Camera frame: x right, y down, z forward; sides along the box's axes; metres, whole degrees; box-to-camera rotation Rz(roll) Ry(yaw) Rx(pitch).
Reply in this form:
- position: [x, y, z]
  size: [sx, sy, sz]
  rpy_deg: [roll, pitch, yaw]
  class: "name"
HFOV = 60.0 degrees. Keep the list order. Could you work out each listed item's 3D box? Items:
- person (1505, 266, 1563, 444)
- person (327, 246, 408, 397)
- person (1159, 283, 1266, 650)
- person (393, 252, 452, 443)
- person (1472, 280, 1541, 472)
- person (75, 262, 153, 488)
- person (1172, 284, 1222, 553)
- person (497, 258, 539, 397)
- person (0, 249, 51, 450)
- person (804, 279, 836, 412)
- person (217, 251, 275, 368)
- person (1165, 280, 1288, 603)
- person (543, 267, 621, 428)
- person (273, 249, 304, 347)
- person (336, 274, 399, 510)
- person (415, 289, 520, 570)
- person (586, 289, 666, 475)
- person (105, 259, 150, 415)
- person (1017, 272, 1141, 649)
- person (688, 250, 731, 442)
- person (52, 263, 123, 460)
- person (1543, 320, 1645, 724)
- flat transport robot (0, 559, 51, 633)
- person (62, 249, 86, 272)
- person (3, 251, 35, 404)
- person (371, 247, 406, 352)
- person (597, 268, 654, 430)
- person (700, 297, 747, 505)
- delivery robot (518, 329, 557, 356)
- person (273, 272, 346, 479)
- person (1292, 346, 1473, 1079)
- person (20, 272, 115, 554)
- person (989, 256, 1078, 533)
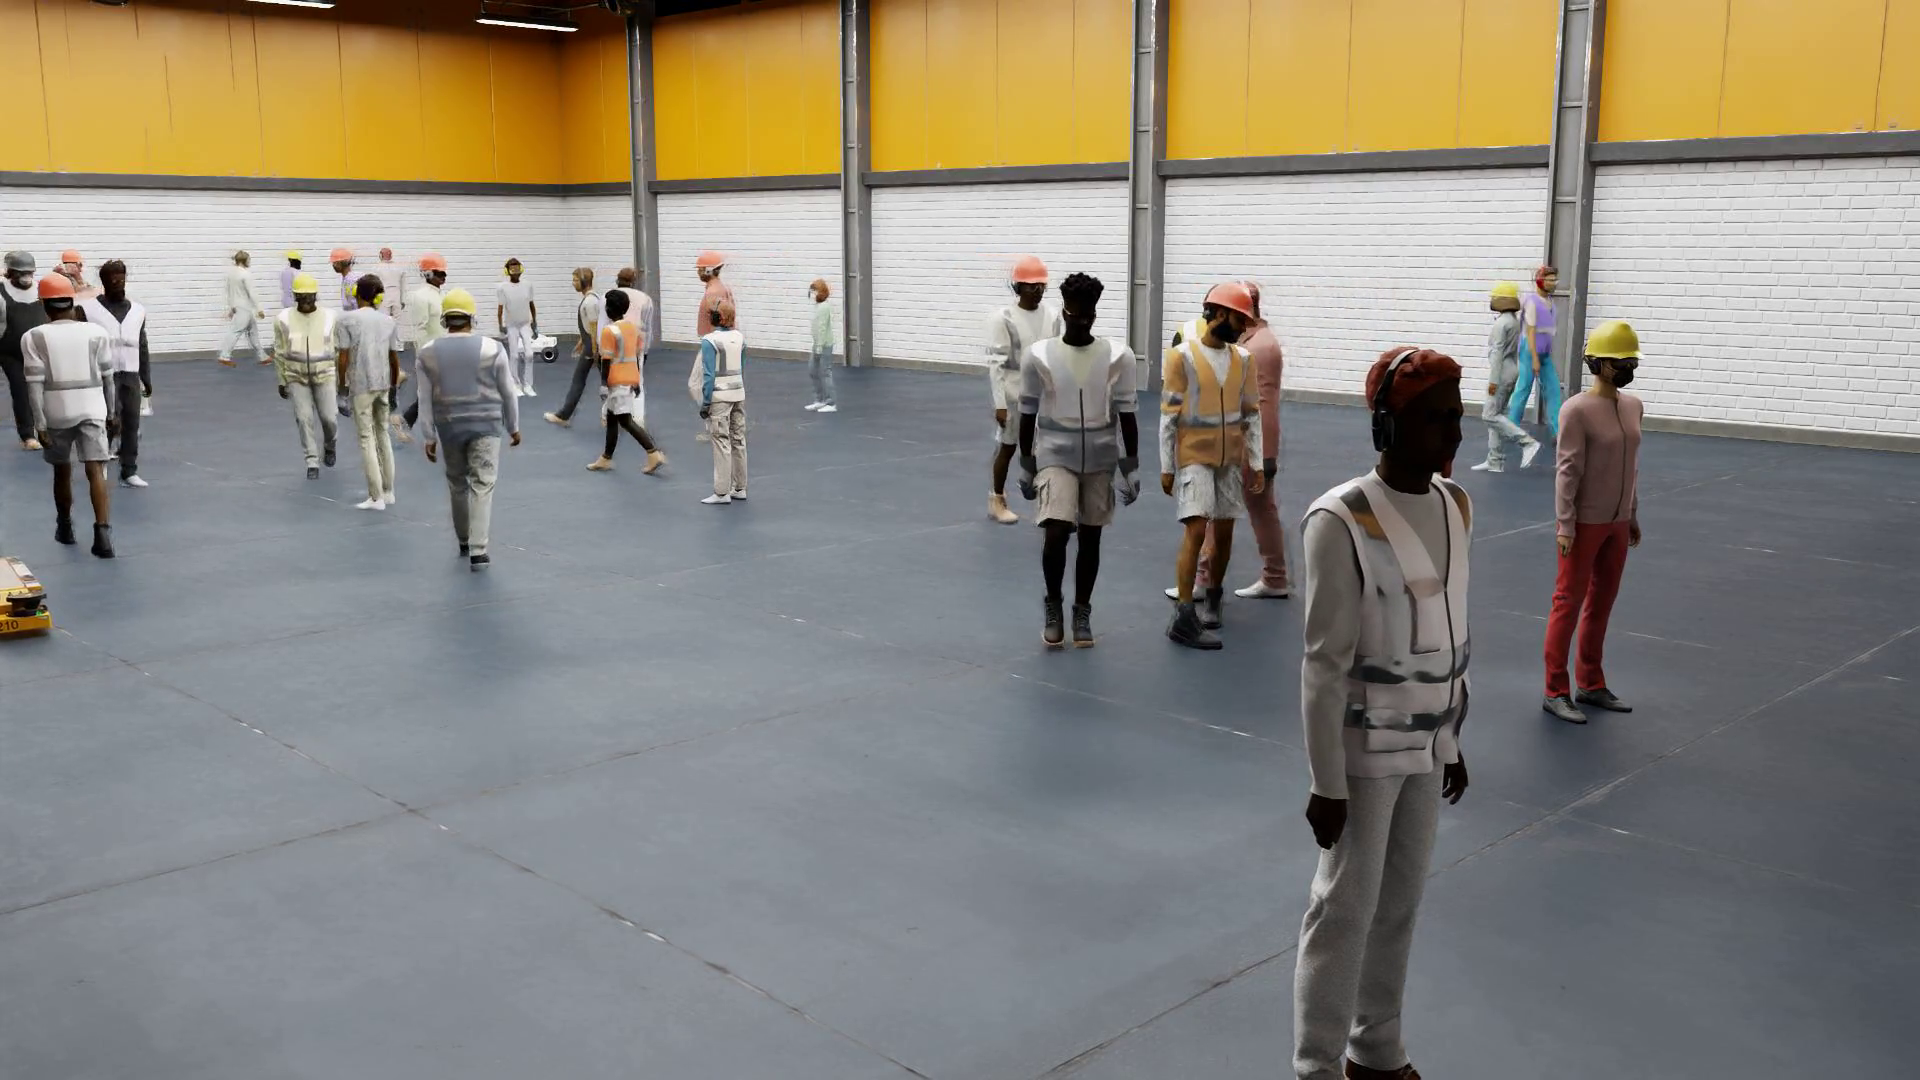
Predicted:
- position: [5.960, -1.847, 16.839]
  size: [0.874, 1.809, 0.591]
  rpy_deg: [10, 14, 43]
  class: "person"
- position: [-7.871, -2.888, 22.045]
  size: [0.911, 1.997, 0.621]
  rpy_deg: [-6, 12, -29]
  class: "person"
- position: [1.336, -0.403, 8.812]
  size: [0.619, 1.872, 0.662]
  rpy_deg: [-4, 11, -22]
  class: "person"
- position: [-5.312, -1.888, 16.642]
  size: [0.822, 1.972, 0.622]
  rpy_deg: [1, 10, 4]
  class: "person"
- position: [4.919, -1.449, 14.881]
  size: [0.533, 1.732, 0.488]
  rpy_deg: [6, 12, 31]
  class: "person"
- position: [-7.144, -1.390, 14.064]
  size: [0.485, 1.905, 0.599]
  rpy_deg: [7, 12, 33]
  class: "person"
- position: [1.732, -0.828, 11.318]
  size: [0.649, 1.800, 0.773]
  rpy_deg: [2, 11, 11]
  class: "person"
- position: [-5.791, -2.783, 21.888]
  size: [0.553, 1.829, 0.660]
  rpy_deg: [-6, 12, -28]
  class: "person"
- position: [-9.388, -1.935, 16.694]
  size: [0.761, 2.000, 0.698]
  rpy_deg: [9, 14, 41]
  class: "person"
- position: [-1.666, -2.329, 20.012]
  size: [0.411, 1.609, 0.532]
  rpy_deg: [-4, 11, -22]
  class: "person"
- position: [-11.615, -3.727, 26.913]
  size: [1.039, 1.893, 0.631]
  rpy_deg: [-10, 14, -43]
  class: "person"
- position: [1.543, -0.556, 9.635]
  size: [0.869, 1.865, 0.685]
  rpy_deg: [0, 10, 3]
  class: "person"
- position: [-4.112, -2.119, 18.408]
  size: [1.001, 1.783, 0.501]
  rpy_deg: [1, 10, 3]
  class: "person"
- position: [-11.447, -4.020, 28.456]
  size: [0.591, 1.908, 0.706]
  rpy_deg: [9, 13, 39]
  class: "person"
- position: [-4.624, -1.144, 12.968]
  size: [0.433, 1.840, 0.534]
  rpy_deg: [8, 13, 38]
  class: "person"
- position: [-3.179, -0.729, 10.812]
  size: [0.593, 1.795, 0.805]
  rpy_deg: [0, 10, -2]
  class: "person"
- position: [-2.993, -1.411, 14.869]
  size: [0.824, 1.662, 0.533]
  rpy_deg: [3, 11, 16]
  class: "person"
- position: [-9.935, -2.370, 19.589]
  size: [0.653, 1.846, 0.550]
  rpy_deg: [-1, 10, -6]
  class: "person"
- position: [0.603, -0.388, 8.504]
  size: [0.602, 1.937, 0.504]
  rpy_deg: [-1, 10, -5]
  class: "person"
- position: [-2.570, -1.976, 17.098]
  size: [0.521, 1.975, 0.622]
  rpy_deg: [1, 10, 7]
  class: "person"
- position: [-8.173, -1.663, 15.656]
  size: [0.451, 1.875, 0.724]
  rpy_deg: [-1, 10, -4]
  class: "person"
- position: [2.826, -0.081, 7.337]
  size: [0.533, 1.767, 0.313]
  rpy_deg: [-7, 12, -32]
  class: "person"
- position: [-5.546, 0.310, 9.285]
  size: [0.652, 0.197, 1.431]
  rpy_deg: [-7, 13, -35]
  class: "flat transport robot"
- position: [-12.259, -3.056, 23.093]
  size: [0.361, 1.938, 0.545]
  rpy_deg: [-6, 12, -29]
  class: "person"
- position: [-11.692, -2.636, 20.797]
  size: [0.635, 1.937, 0.354]
  rpy_deg: [8, 13, 37]
  class: "person"
- position: [-10.418, -4.363, 30.302]
  size: [0.409, 1.907, 0.649]
  rpy_deg: [10, 14, 43]
  class: "person"
- position: [-3.696, -2.101, 18.317]
  size: [0.650, 1.782, 0.939]
  rpy_deg: [-6, 12, -29]
  class: "person"
- position: [-1.877, -1.103, 13.243]
  size: [0.309, 1.645, 0.514]
  rpy_deg: [5, 12, 27]
  class: "person"
- position: [-7.146, -3.305, 27.965]
  size: [0.707, 0.478, 0.477]
  rpy_deg: [-2, 10, -10]
  class: "delivery robot"
- position: [-5.734, -1.453, 14.702]
  size: [0.591, 1.818, 0.524]
  rpy_deg: [-3, 11, -17]
  class: "person"
- position: [0.993, 0.496, 3.868]
  size: [0.583, 1.882, 0.338]
  rpy_deg: [-10, 14, -43]
  class: "person"
- position: [-5.992, -0.852, 11.242]
  size: [0.549, 1.891, 1.010]
  rpy_deg: [-7, 12, -33]
  class: "person"
- position: [0.488, -1.041, 11.981]
  size: [0.634, 1.984, 1.070]
  rpy_deg: [-6, 12, -28]
  class: "person"
